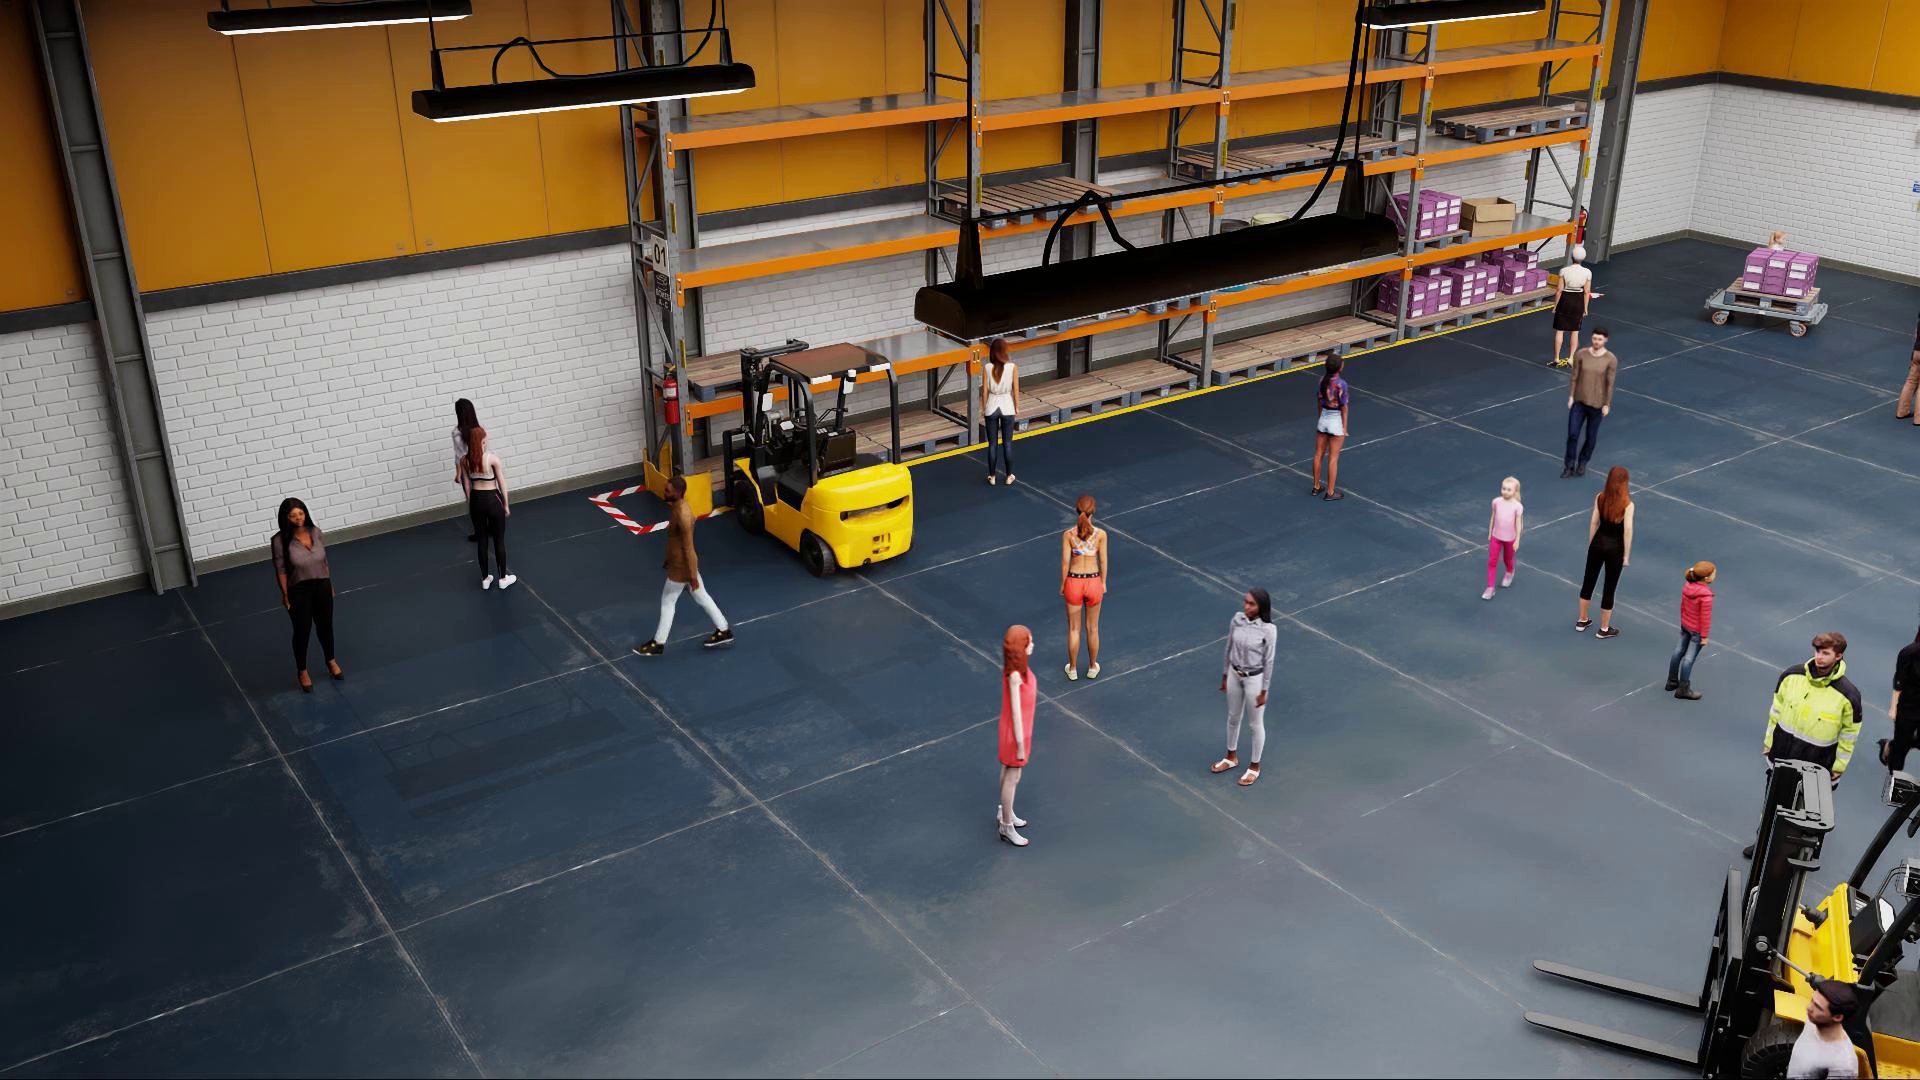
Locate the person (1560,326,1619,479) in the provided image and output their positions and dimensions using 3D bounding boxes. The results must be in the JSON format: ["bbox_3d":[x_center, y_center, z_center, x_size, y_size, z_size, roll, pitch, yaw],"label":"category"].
[{"bbox_3d":[7.573,-1.680,19.963,0.864,1.869,0.976,12,26,25],"label":"person"}]

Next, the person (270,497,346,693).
[{"bbox_3d":[-5.928,0.471,15.077,0.762,1.842,0.616,19,30,37],"label":"person"}]

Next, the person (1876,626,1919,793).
[{"bbox_3d":[7.650,1.321,13.379,0.884,1.643,0.897,-1,24,-3],"label":"person"}]

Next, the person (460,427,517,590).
[{"bbox_3d":[-4.853,-0.332,17.038,0.645,1.742,0.725,2,24,4],"label":"person"}]

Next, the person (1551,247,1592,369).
[{"bbox_3d":[8.767,-3.340,23.903,0.715,1.754,0.747,7,24,15],"label":"person"}]

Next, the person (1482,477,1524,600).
[{"bbox_3d":[5.582,-0.048,16.998,0.676,1.254,0.925,16,28,32],"label":"person"}]

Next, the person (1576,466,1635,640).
[{"bbox_3d":[6.239,0.101,16.066,0.514,1.726,0.567,-17,29,-34],"label":"person"}]

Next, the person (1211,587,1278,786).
[{"bbox_3d":[2.360,1.169,13.627,0.562,1.724,0.621,-21,31,-39],"label":"person"}]

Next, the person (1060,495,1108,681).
[{"bbox_3d":[1.126,0.436,15.220,0.641,1.789,0.732,0,24,0],"label":"person"}]

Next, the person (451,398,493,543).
[{"bbox_3d":[-5.308,-0.773,18.184,0.730,1.632,0.595,13,27,27],"label":"person"}]

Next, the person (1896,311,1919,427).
[{"bbox_3d":[12.635,-2.434,21.723,0.732,1.841,0.762,-5,24,-11],"label":"person"}]

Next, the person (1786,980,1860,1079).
[{"bbox_3d":[4.574,3.153,8.915,0.773,1.863,0.728,2,24,5],"label":"person"}]

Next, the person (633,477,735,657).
[{"bbox_3d":[-2.512,0.258,15.654,1.279,1.769,0.936,-7,24,-15],"label":"person"}]

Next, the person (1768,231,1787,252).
[{"bbox_3d":[13.106,-4.359,26.829,0.606,1.278,0.498,18,29,35],"label":"person"}]

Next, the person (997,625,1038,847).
[{"bbox_3d":[0.419,1.478,12.791,0.700,1.826,0.677,0,24,1],"label":"person"}]

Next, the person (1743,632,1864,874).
[{"bbox_3d":[6.320,1.567,12.394,0.668,1.981,0.793,-19,30,-37],"label":"person"}]

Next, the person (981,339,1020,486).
[{"bbox_3d":[0.469,-1.515,19.690,0.654,1.784,0.745,1,24,1],"label":"person"}]

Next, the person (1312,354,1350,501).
[{"bbox_3d":[4.300,-1.325,19.311,0.508,1.741,0.584,-16,28,-33],"label":"person"}]

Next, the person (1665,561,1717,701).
[{"bbox_3d":[6.599,0.795,14.989,0.609,1.318,0.590,-4,24,-9],"label":"person"}]
